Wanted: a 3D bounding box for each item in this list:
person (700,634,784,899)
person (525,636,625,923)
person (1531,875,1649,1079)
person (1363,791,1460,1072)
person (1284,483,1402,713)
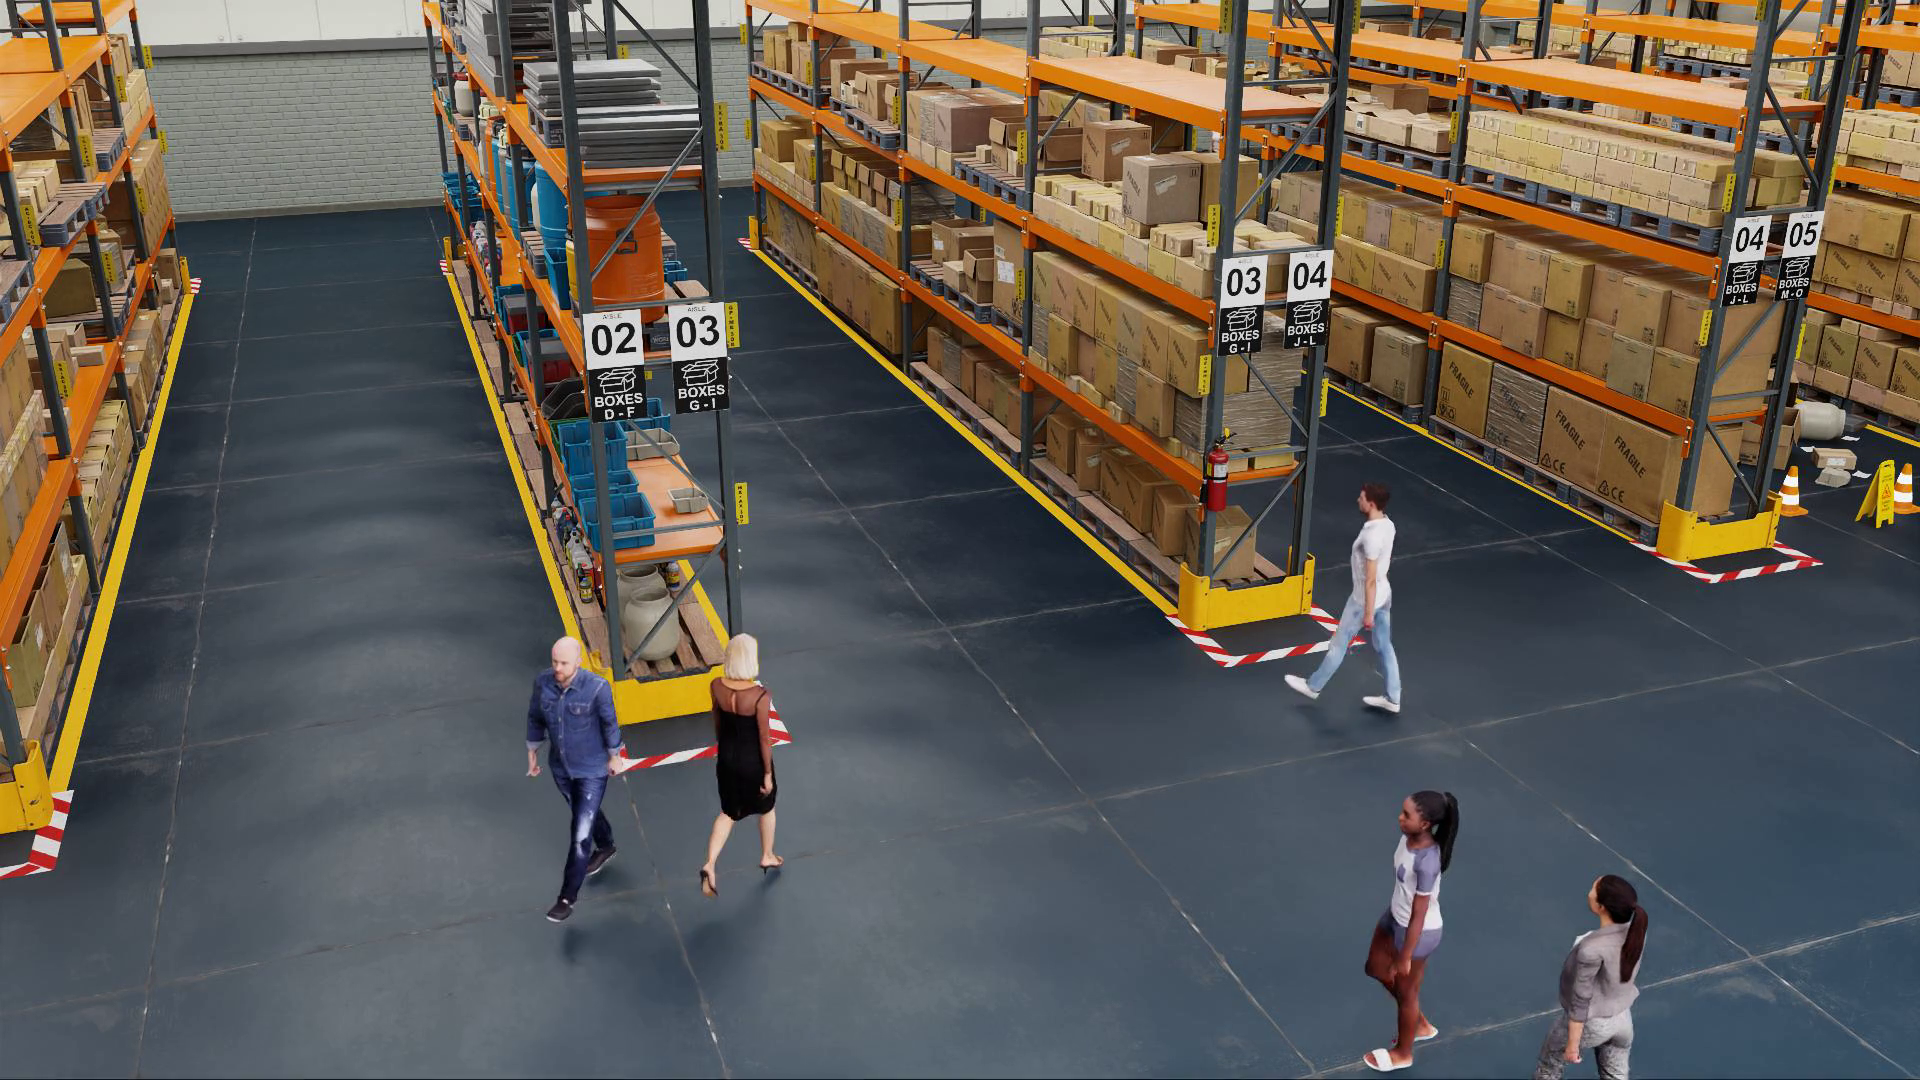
[{"bbox_3d":[-1.389,1.431,10.277,0.986,1.720,1.053,10,24,22],"label":"person"},{"bbox_3d":[-2.319,1.390,10.310,1.208,1.770,1.307,9,24,20],"label":"person"},{"bbox_3d":[3.122,2.410,8.000,0.726,1.631,1.138,-11,25,-26],"label":"person"},{"bbox_3d":[2.449,2.065,8.732,0.799,1.715,0.704,1,22,3],"label":"person"},{"bbox_3d":[3.170,0.482,12.476,1.202,1.812,1.093,12,25,27],"label":"person"}]
